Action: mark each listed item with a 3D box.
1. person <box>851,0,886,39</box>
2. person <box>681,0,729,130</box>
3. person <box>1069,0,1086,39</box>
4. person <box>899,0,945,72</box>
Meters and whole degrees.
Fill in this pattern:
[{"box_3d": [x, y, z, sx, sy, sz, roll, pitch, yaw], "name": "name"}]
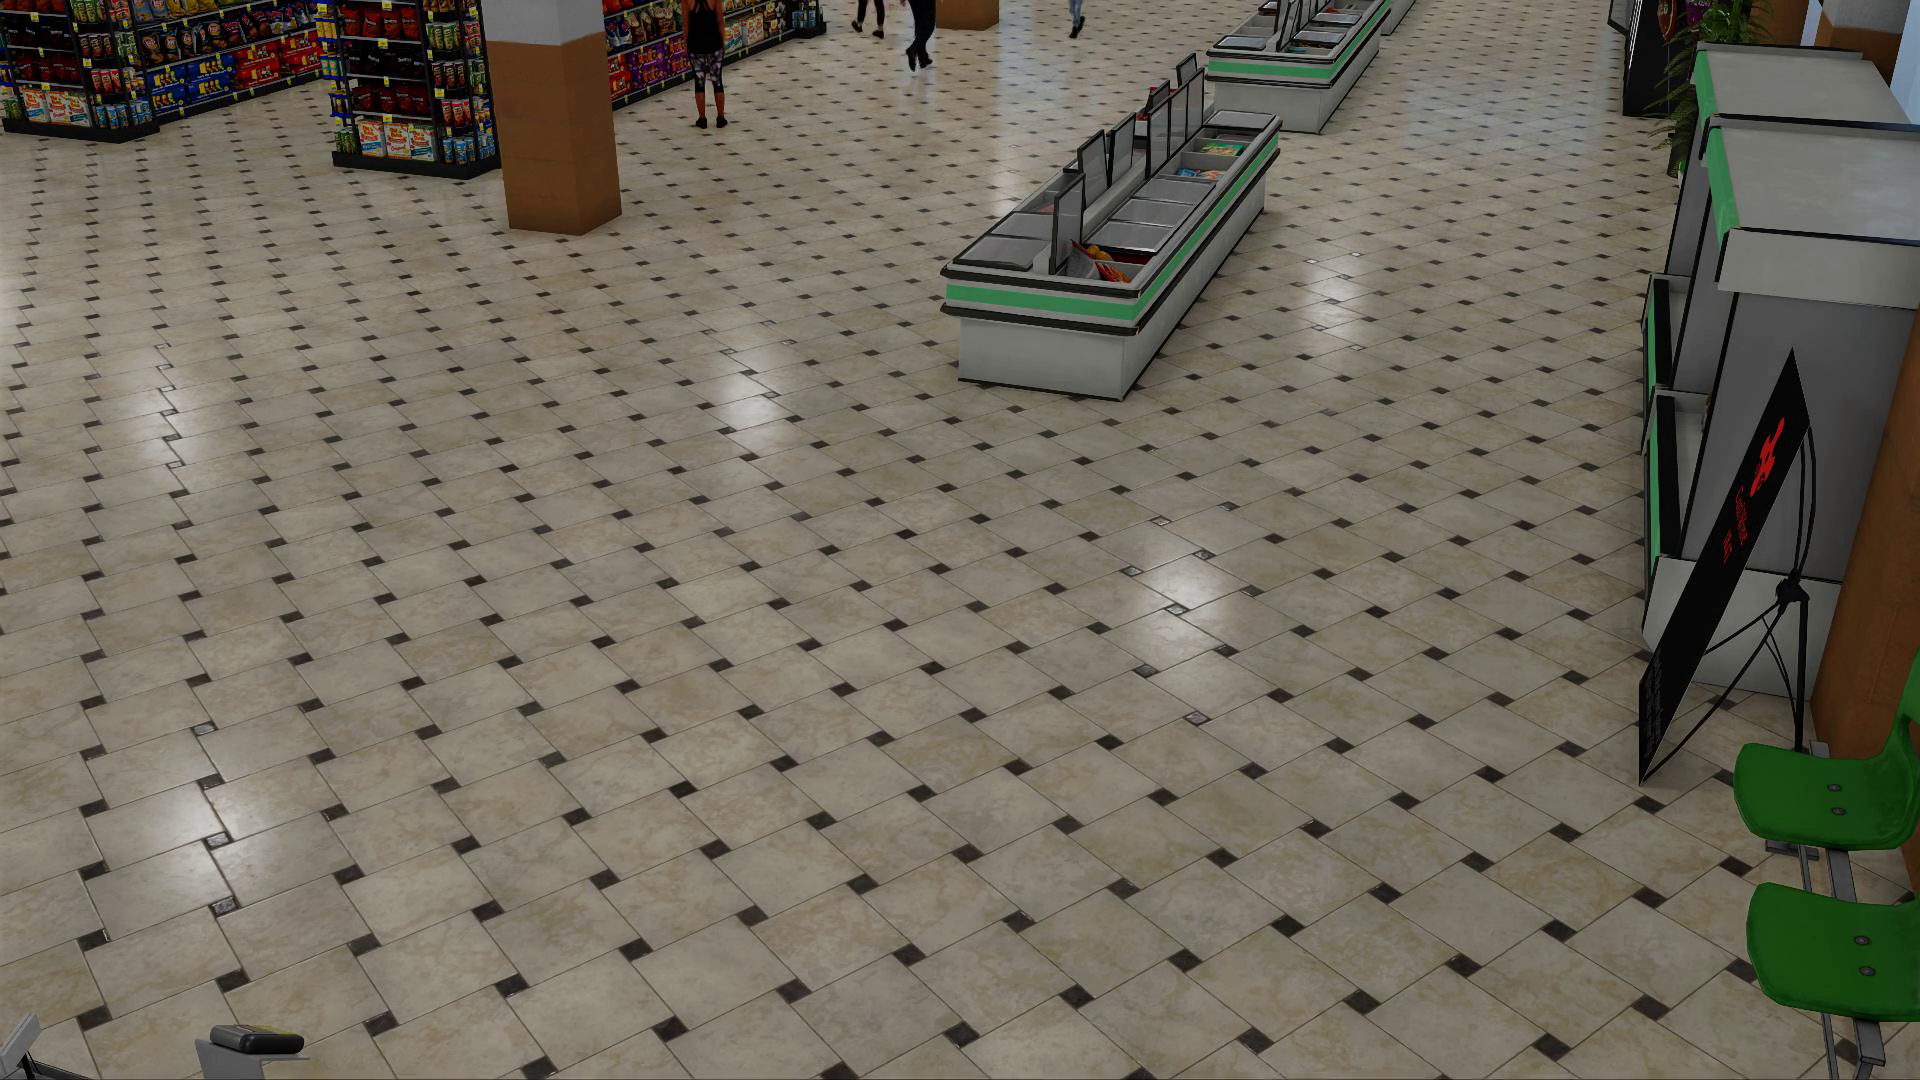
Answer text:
[{"box_3d": [-1.111, -7.294, 21.691, 0.935, 1.445, 0.974, -14, 30, -25], "name": "person"}, {"box_3d": [-2.626, -5.089, 17.108, 0.657, 1.659, 0.663, -4, 27, -8], "name": "person"}, {"box_3d": [1.543, -7.225, 21.847, 0.533, 1.181, 0.821, 12, 29, 23], "name": "person"}, {"box_3d": [-0.478, -6.442, 19.638, 0.735, 1.782, 1.093, 11, 29, 21], "name": "person"}]
